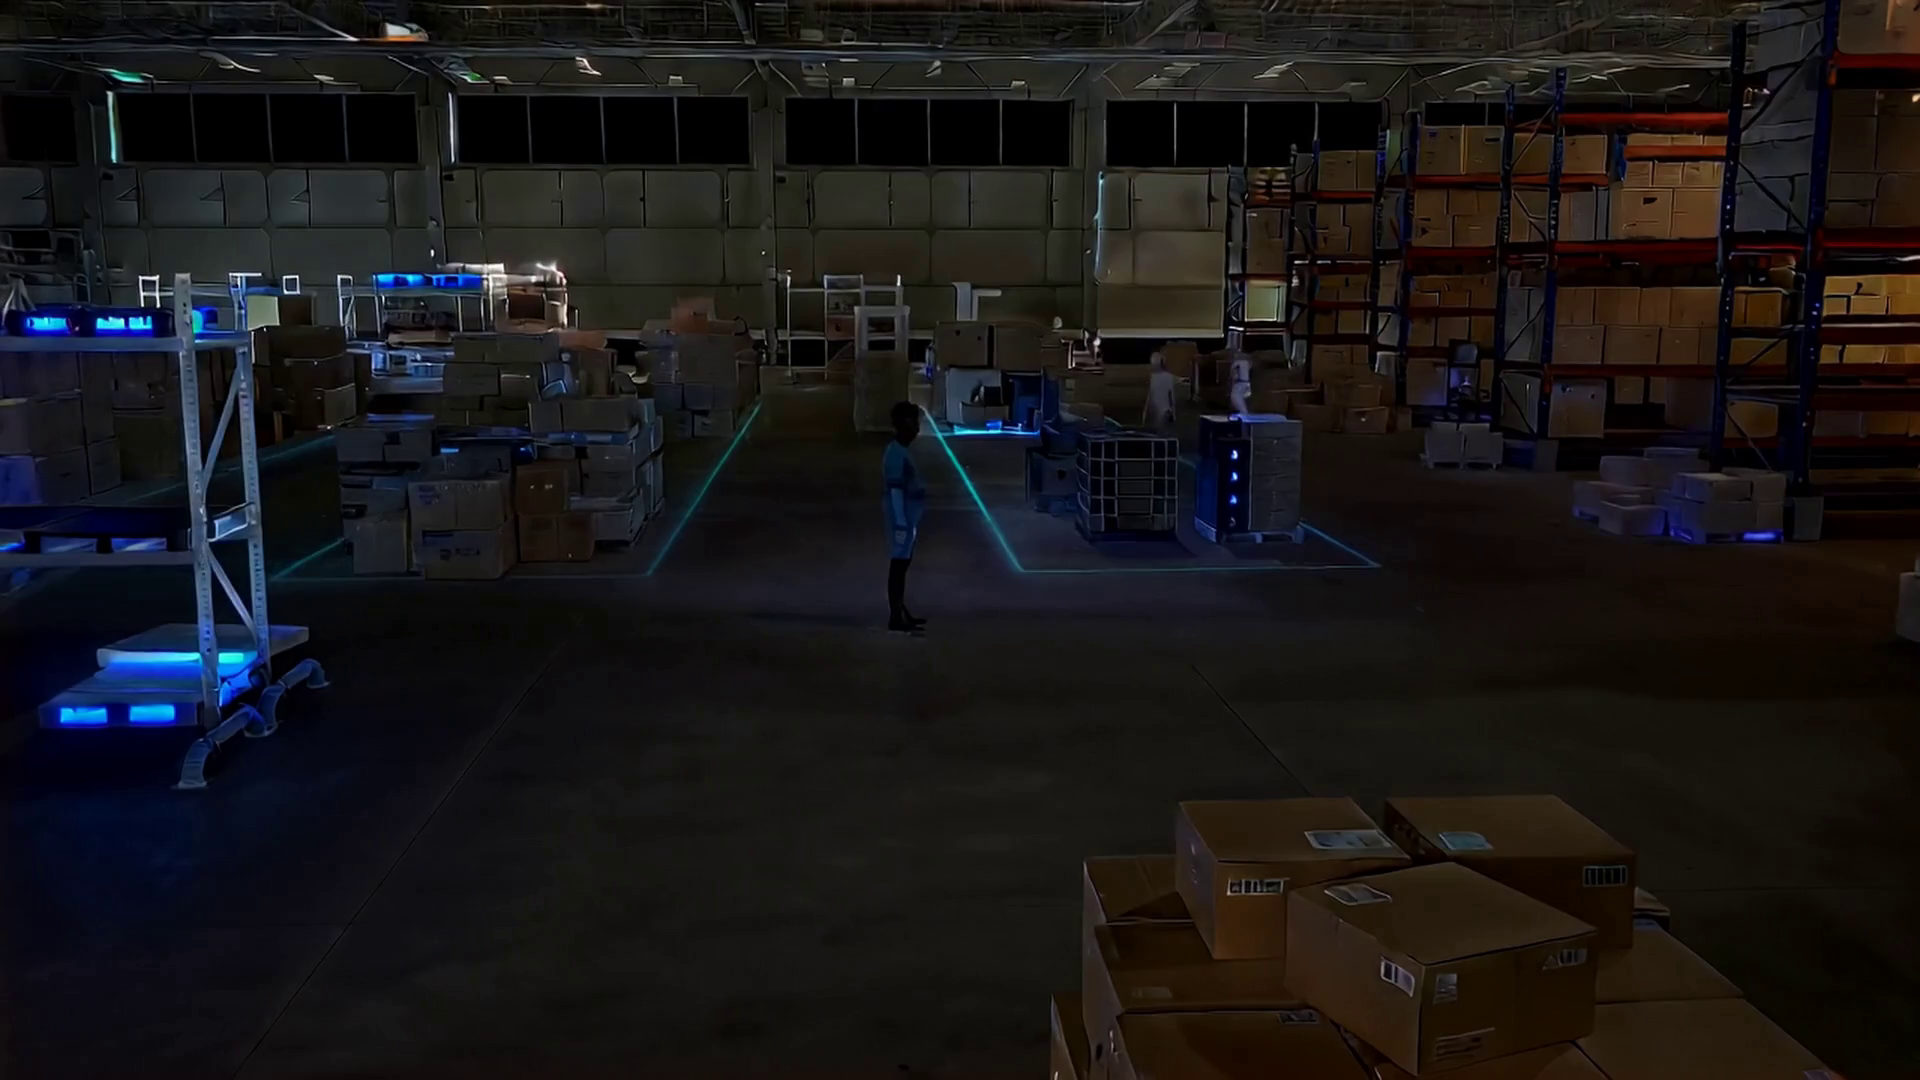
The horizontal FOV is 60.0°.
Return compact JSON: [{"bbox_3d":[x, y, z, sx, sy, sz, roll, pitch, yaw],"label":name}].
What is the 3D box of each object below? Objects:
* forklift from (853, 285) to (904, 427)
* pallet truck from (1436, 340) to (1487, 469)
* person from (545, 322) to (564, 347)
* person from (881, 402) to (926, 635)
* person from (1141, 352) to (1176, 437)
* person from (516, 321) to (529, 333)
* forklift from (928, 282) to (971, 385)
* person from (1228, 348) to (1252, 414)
[{"bbox_3d":[-1.596,-3.741,33.521,1.129,2.768,1.873,-1,9,-5],"label":"forklift"},{"bbox_3d":[8.004,-2.170,26.422,0.823,1.965,1.885,2,9,14],"label":"pallet truck"},{"bbox_3d":[-9.644,-4.211,39.472,0.395,1.929,0.549,6,11,35],"label":"person"},{"bbox_3d":[-0.477,-0.189,14.080,0.367,1.965,0.604,1,9,4],"label":"person"},{"bbox_3d":[3.027,-2.003,25.903,0.942,1.827,0.551,-6,11,-31],"label":"person"},{"bbox_3d":[-10.809,-4.469,41.149,0.637,1.910,0.775,-1,9,-9],"label":"person"},{"bbox_3d":[0.086,-5.570,45.005,1.873,2.768,1.129,-1,9,-4],"label":"forklift"},{"bbox_3d":[5.488,-2.929,32.372,0.544,1.623,0.517,-4,10,-23],"label":"person"}]
